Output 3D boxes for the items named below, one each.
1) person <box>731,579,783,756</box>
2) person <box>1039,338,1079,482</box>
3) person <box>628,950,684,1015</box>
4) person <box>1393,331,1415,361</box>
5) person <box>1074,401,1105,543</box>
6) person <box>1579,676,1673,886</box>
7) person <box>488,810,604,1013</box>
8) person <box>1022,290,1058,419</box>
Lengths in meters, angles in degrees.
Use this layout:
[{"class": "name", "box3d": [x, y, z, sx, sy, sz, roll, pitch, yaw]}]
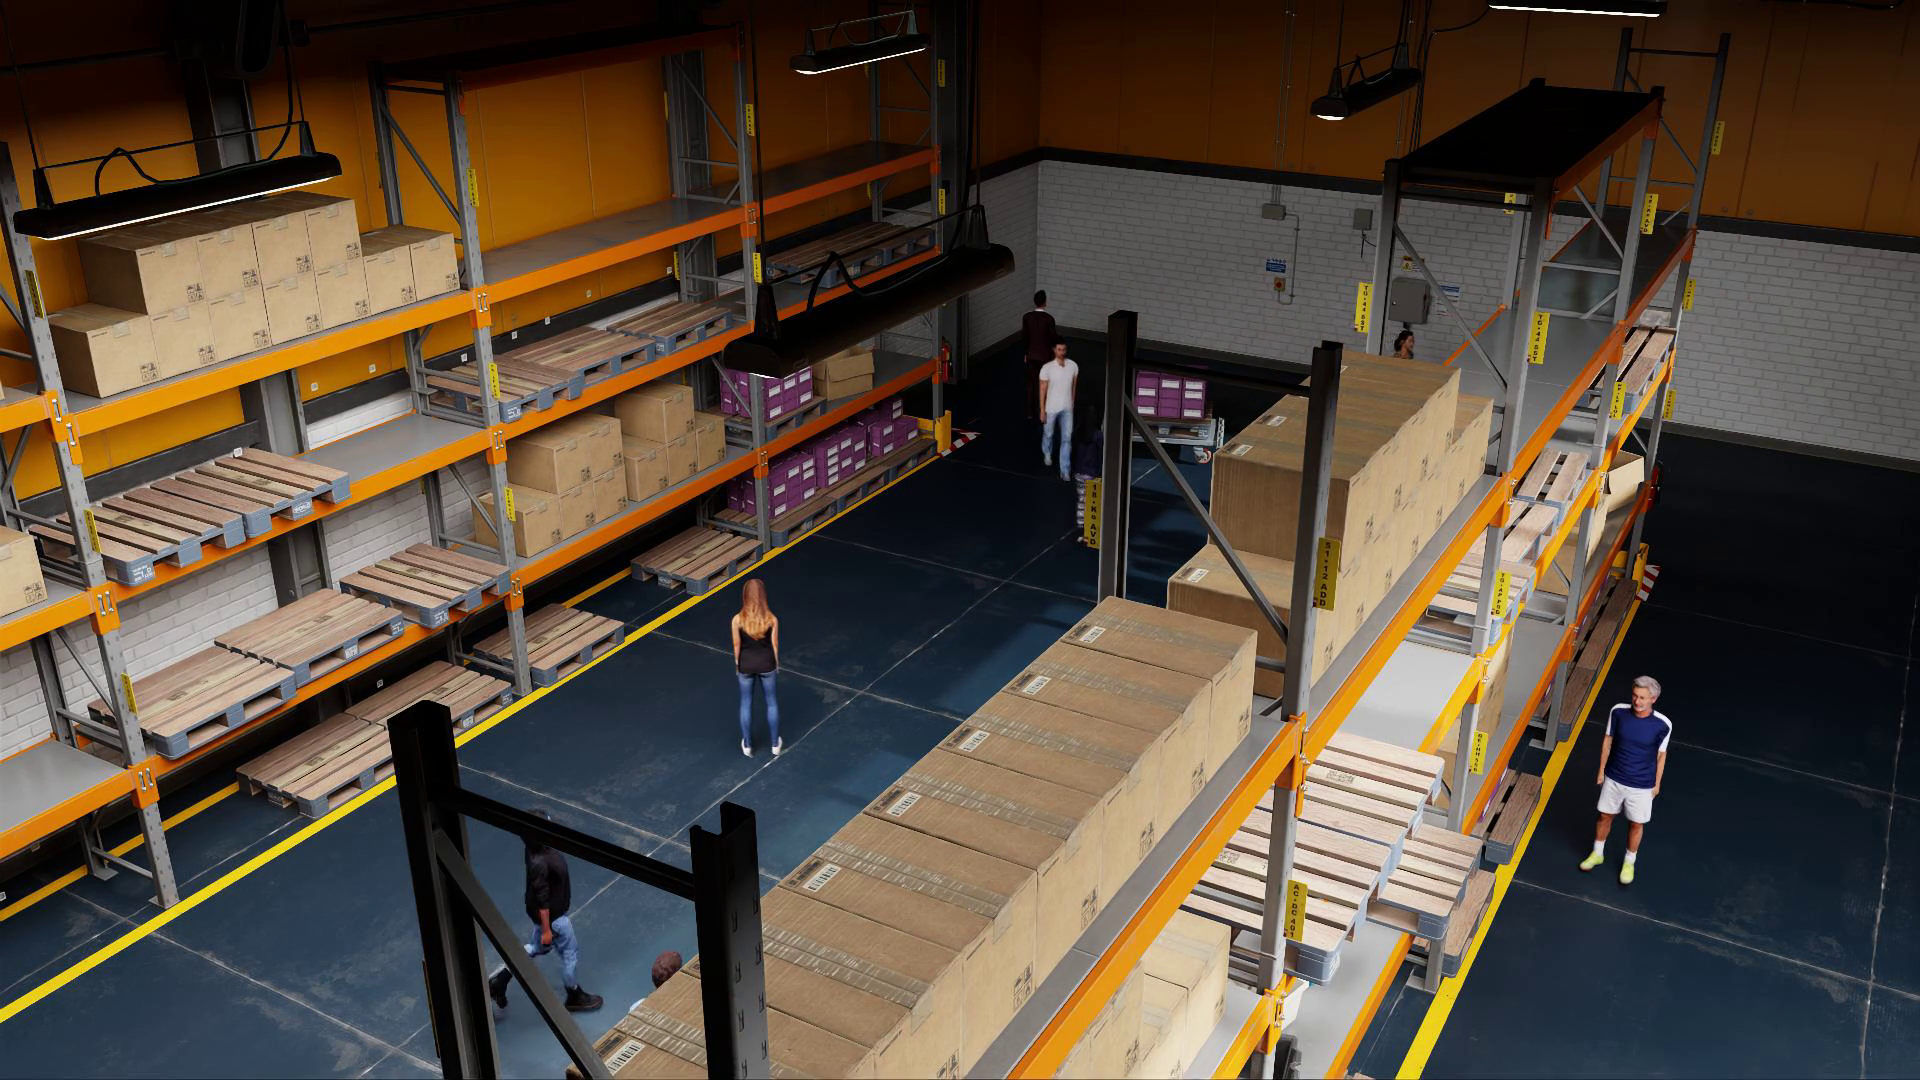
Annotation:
[{"class": "person", "box3d": [-1.848, 1.158, 15.098, 0.652, 1.722, 0.694, -4, 24, -8]}, {"class": "person", "box3d": [1.252, -1.738, 21.604, 1.148, 1.818, 1.299, -3, 24, -7]}, {"class": "person", "box3d": [-1.740, 3.344, 9.949, 0.849, 1.841, 0.996, 2, 24, 4]}, {"class": "person", "box3d": [5.793, -1.965, 22.294, 1.135, 1.681, 0.982, -15, 28, -30]}, {"class": "person", "box3d": [1.470, -0.781, 19.535, 0.650, 1.722, 0.672, 17, 29, 34]}, {"class": "person", "box3d": [5.354, 1.886, 13.291, 0.647, 1.836, 0.546, 15, 28, 31]}, {"class": "person", "box3d": [-2.995, 2.663, 11.713, 1.084, 1.676, 0.966, -8, 25, -19]}, {"class": "person", "box3d": [1.135, -2.625, 23.565, 0.710, 1.873, 0.643, 9, 25, 20]}]
